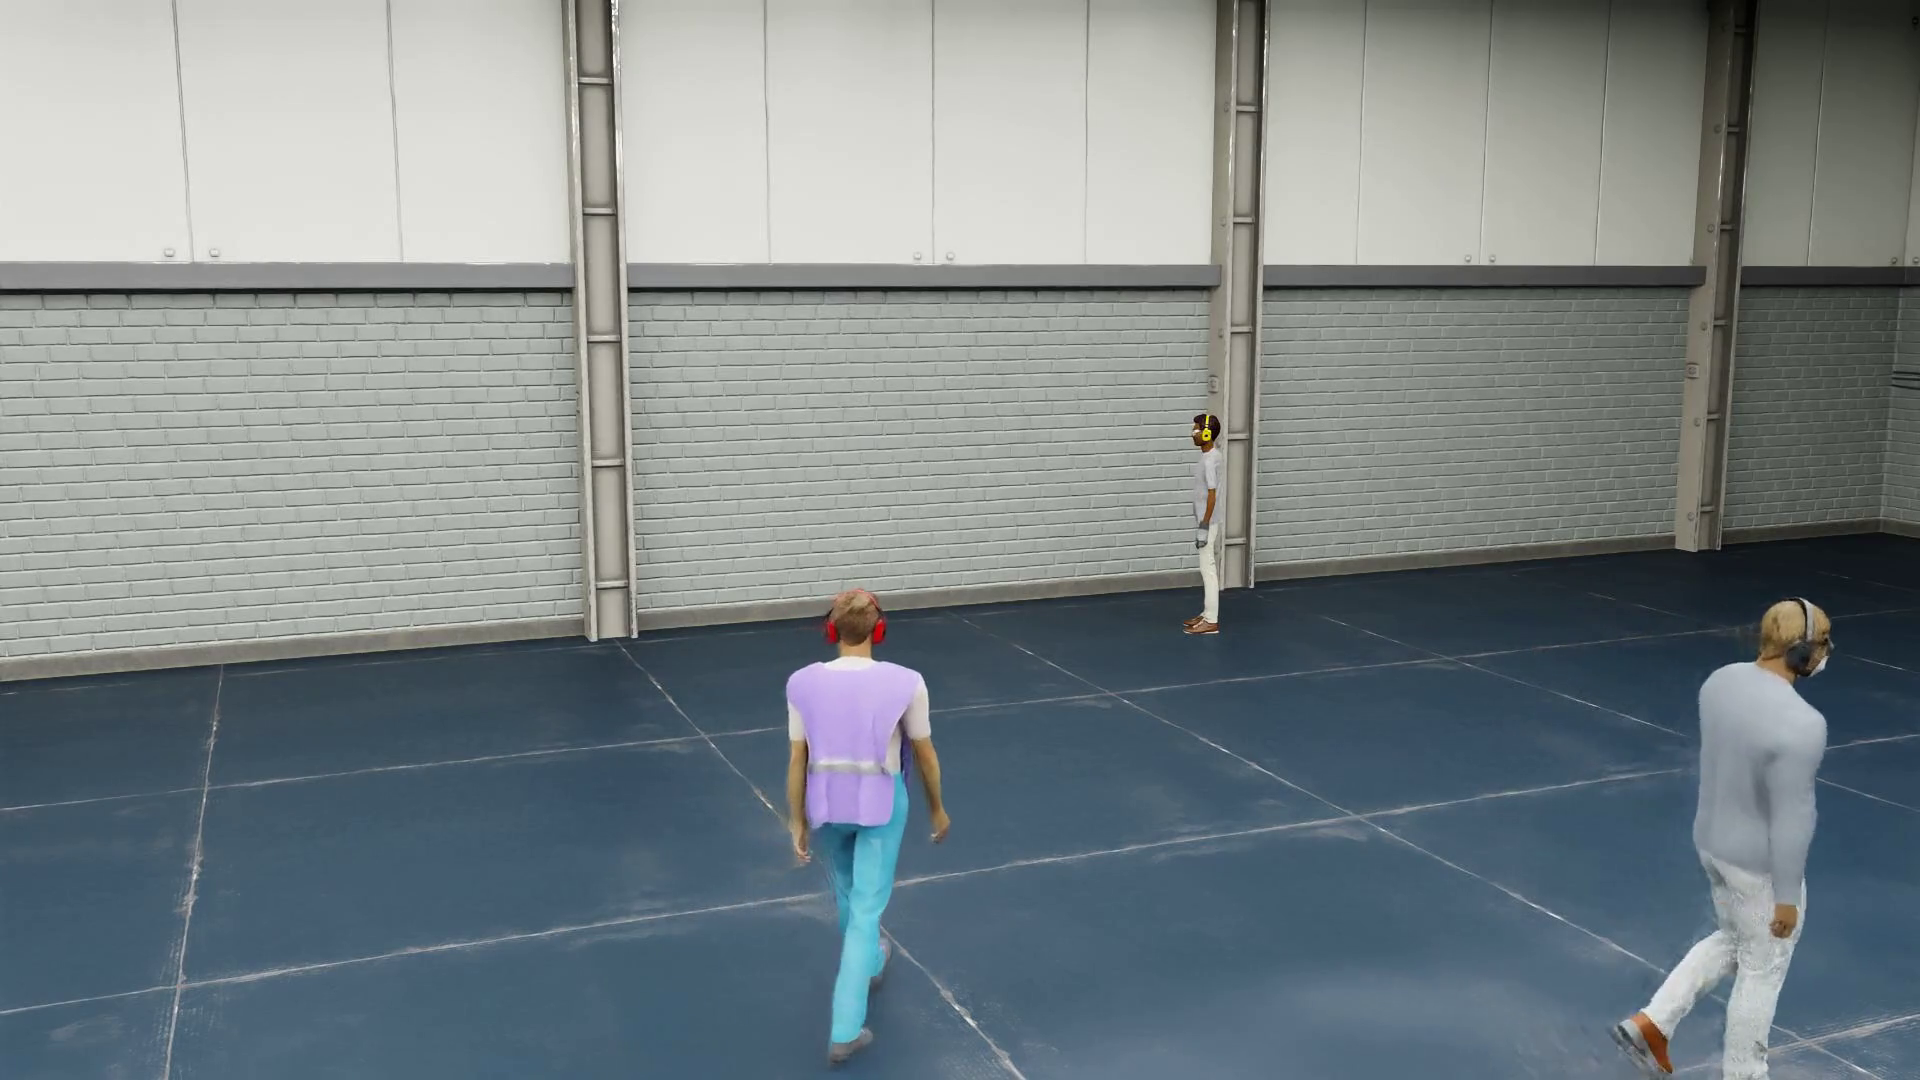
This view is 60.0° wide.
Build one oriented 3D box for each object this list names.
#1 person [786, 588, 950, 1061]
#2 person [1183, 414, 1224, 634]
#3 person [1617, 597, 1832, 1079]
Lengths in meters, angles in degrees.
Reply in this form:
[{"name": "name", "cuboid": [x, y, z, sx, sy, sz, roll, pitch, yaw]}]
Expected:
[{"name": "person", "cuboid": [-0.373, 1.084, 6.672, 0.596, 1.792, 0.962, 3, 9, 16]}, {"name": "person", "cuboid": [2.073, -0.138, 14.120, 0.328, 1.872, 0.513, 1, 9, 9]}, {"name": "person", "cuboid": [2.772, 1.141, 5.932, 0.537, 1.918, 0.638, -1, 9, -7]}]
